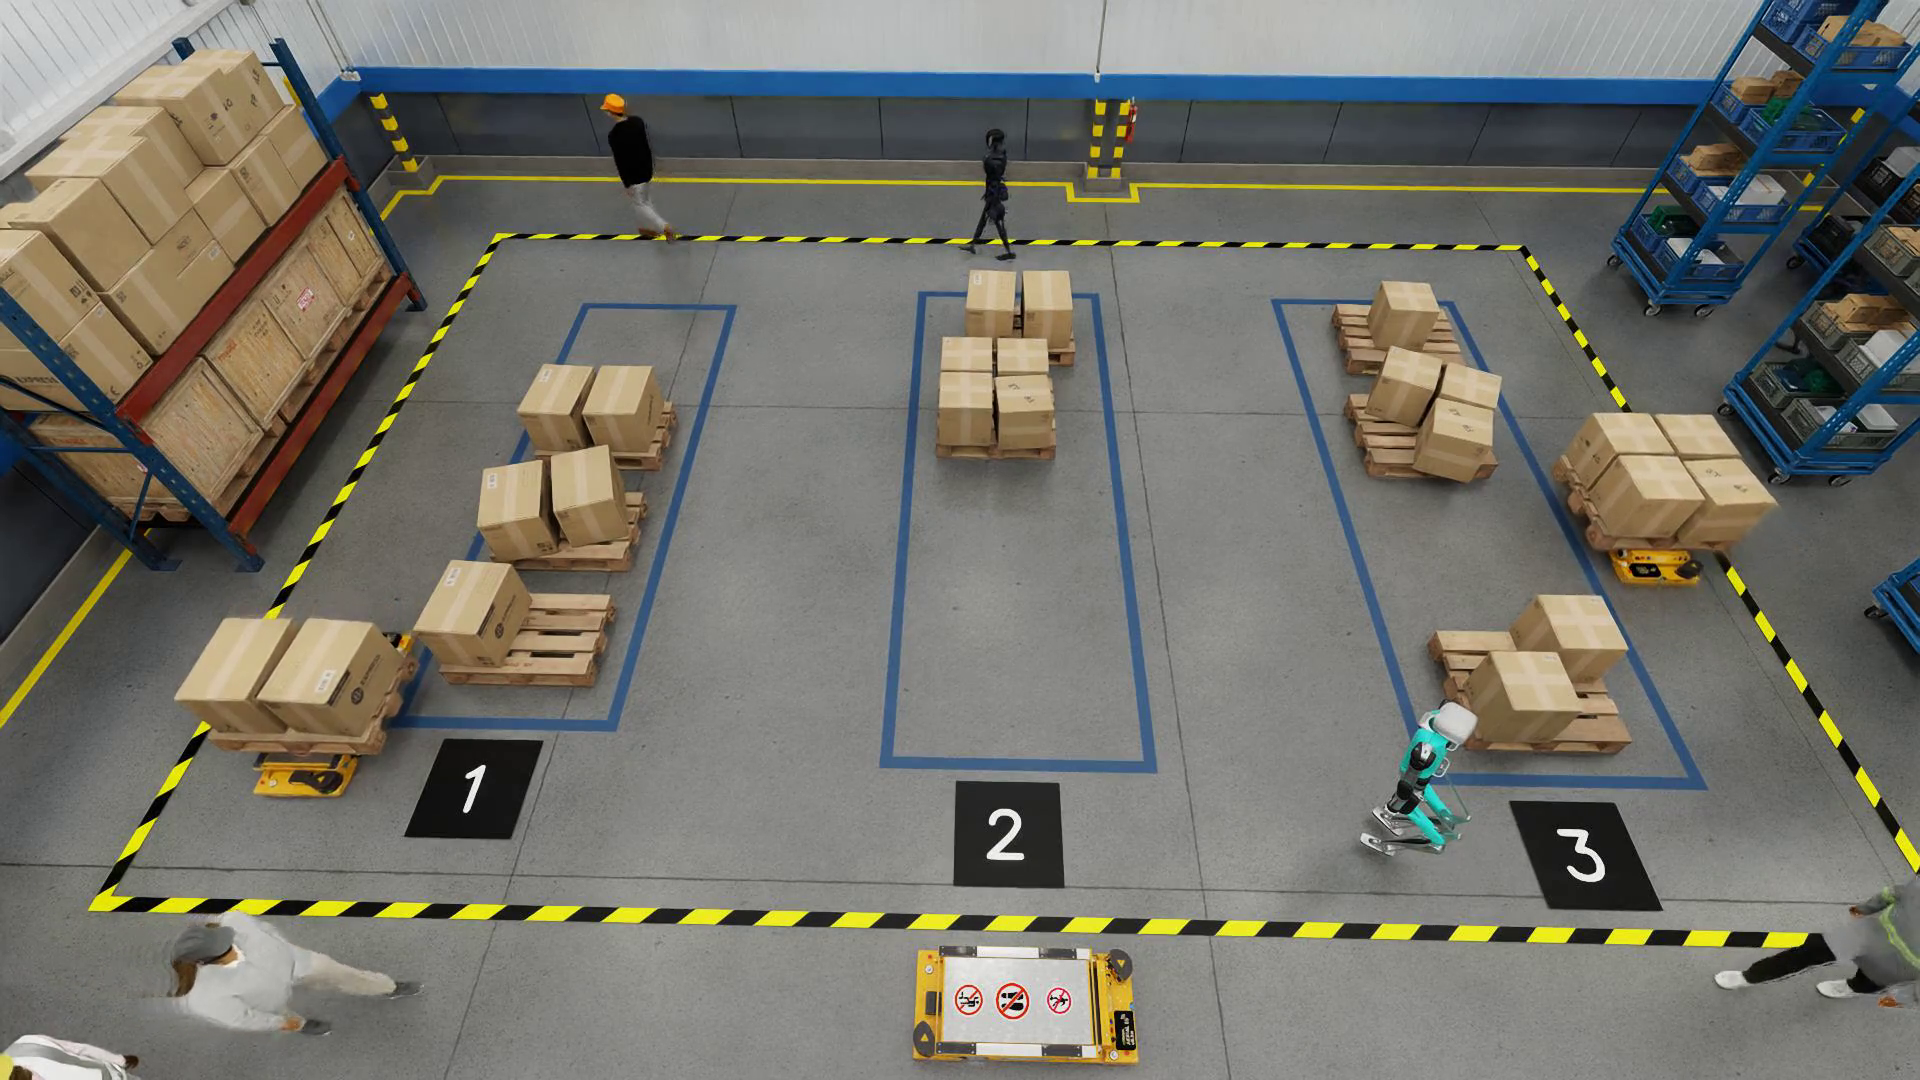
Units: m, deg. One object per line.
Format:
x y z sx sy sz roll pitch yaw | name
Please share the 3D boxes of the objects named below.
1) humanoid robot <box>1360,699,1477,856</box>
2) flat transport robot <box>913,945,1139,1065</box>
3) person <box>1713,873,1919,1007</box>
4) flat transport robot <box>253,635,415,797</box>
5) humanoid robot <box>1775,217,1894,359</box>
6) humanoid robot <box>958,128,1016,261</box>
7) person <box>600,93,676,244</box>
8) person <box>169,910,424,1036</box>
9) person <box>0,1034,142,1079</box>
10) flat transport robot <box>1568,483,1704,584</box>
3.164 1.698 6.069 0.735 1.675 0.533 34 58 24 | humanoid robot
0.422 3.041 6.007 1.431 0.231 0.659 1 51 1 | flat transport robot
5.605 2.453 5.493 0.945 1.808 0.602 -3 51 -2 | person
-5.027 1.350 7.368 0.652 0.197 1.431 1 51 1 | flat transport robot
9.349 -2.633 9.724 0.442 1.633 0.621 4 51 3 | humanoid robot
0.348 -4.062 10.903 0.717 1.635 0.593 -7 51 -6 | humanoid robot
-3.856 -4.430 11.071 0.640 1.861 0.578 21 54 16 | person
-3.982 2.617 5.404 0.878 1.732 0.567 0 51 0 | person
-4.696 3.086 4.957 0.404 1.836 0.599 -6 51 -5 | person
6.317 -0.215 8.643 0.652 0.197 1.431 1 51 1 | flat transport robot
